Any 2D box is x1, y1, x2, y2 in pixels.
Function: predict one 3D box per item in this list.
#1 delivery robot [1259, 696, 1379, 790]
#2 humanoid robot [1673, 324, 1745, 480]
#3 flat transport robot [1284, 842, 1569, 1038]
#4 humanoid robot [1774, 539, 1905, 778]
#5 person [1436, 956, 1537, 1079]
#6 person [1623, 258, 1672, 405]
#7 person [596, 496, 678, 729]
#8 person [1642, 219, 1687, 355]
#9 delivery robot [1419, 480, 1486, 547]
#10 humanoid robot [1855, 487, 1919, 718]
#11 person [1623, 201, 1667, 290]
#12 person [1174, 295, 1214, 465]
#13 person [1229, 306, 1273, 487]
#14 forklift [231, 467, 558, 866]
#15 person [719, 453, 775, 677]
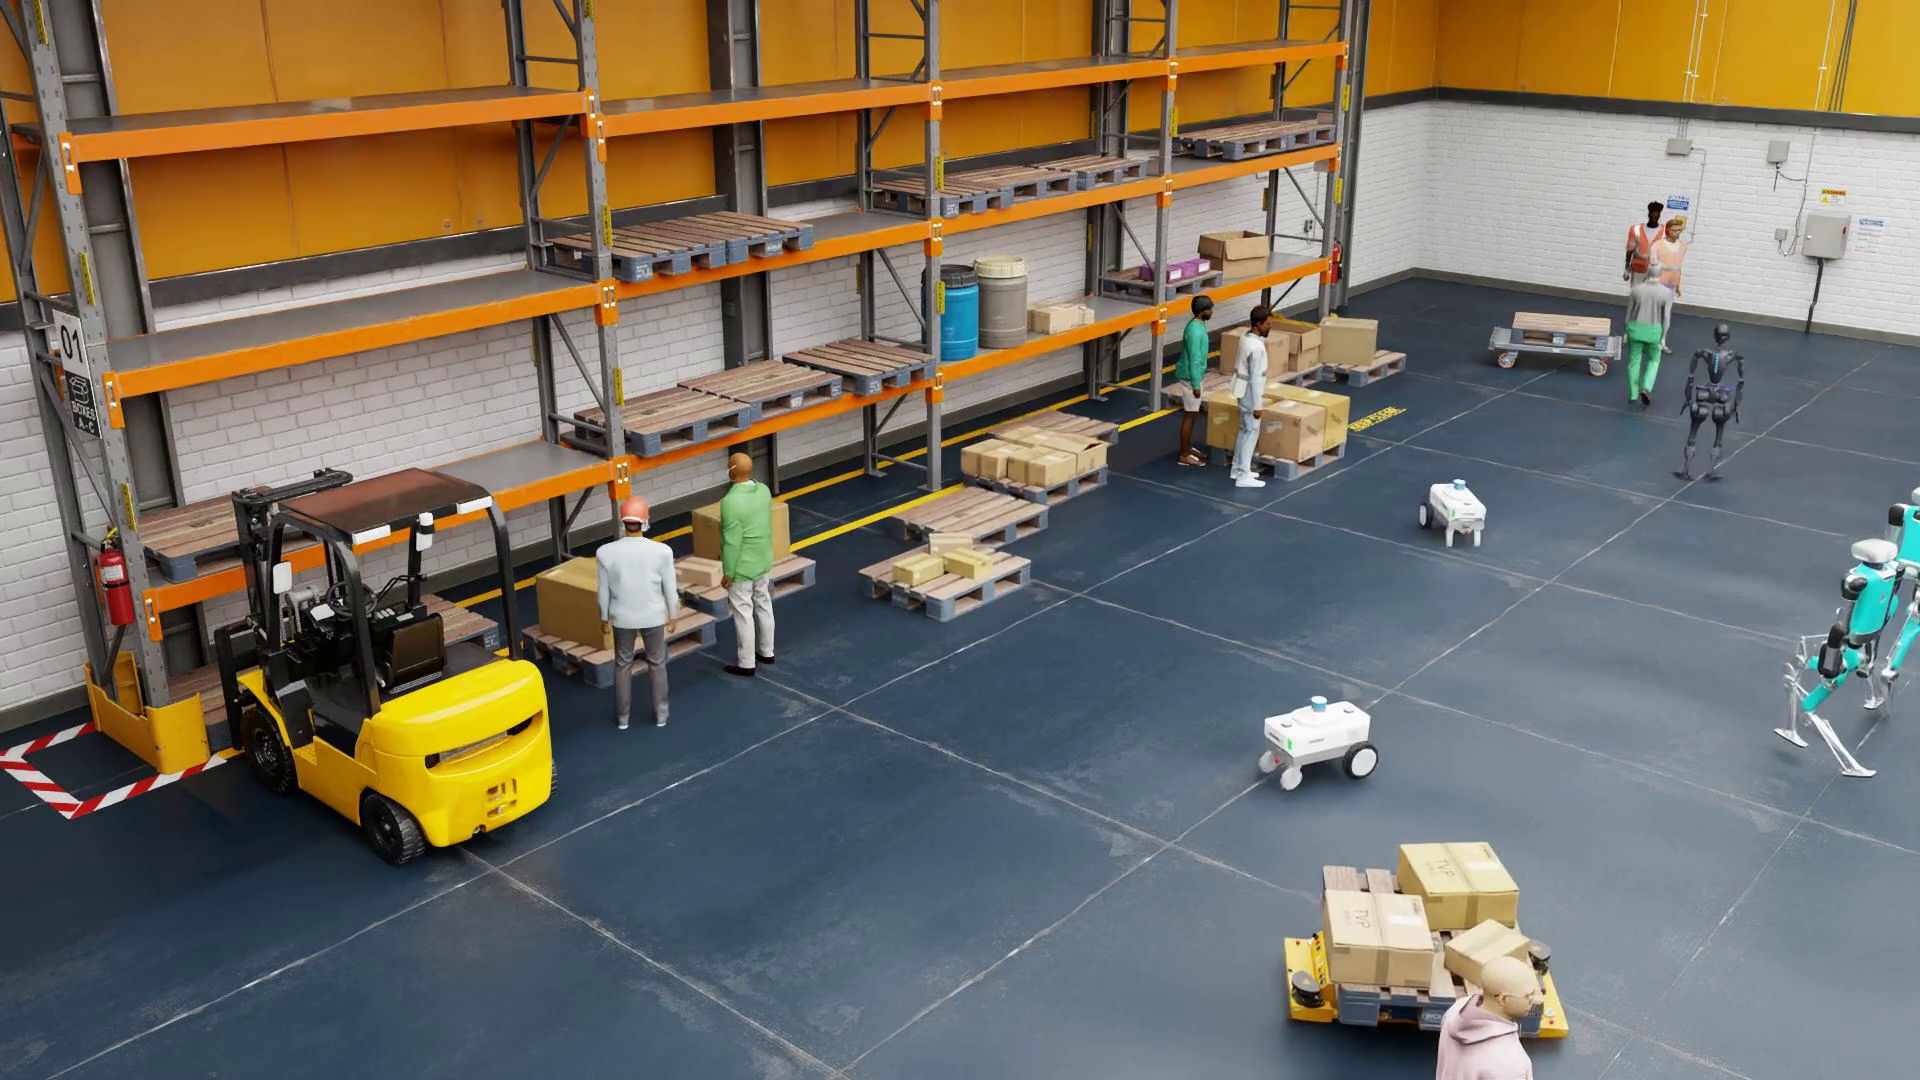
[{"bbox_3d":[2.479,1.369,11.453,0.789,0.612,0.499,-9,22,-23],"label":"delivery robot"},{"bbox_3d":[7.876,-1.442,17.430,0.594,1.633,0.386,11,23,27],"label":"humanoid robot"},{"bbox_3d":[2.513,2.395,9.062,1.431,0.231,0.659,2,20,7],"label":"flat transport robot"},{"bbox_3d":[5.939,0.764,11.383,0.550,1.743,1.017,-11,23,-28],"label":"humanoid robot"},{"bbox_3d":[2.063,2.459,6.704,0.407,1.782,0.525,-3,21,-9],"label":"person"},{"bbox_3d":[8.298,-2.517,20.121,0.521,1.824,0.439,10,23,26],"label":"person"},{"bbox_3d":[-2.318,0.523,12.009,0.574,1.737,0.351,-3,20,-7],"label":"person"},{"bbox_3d":[9.558,-3.441,22.598,0.565,1.846,0.390,-8,22,-21],"label":"person"},{"bbox_3d":[4.744,-0.295,15.894,0.499,0.565,0.746,-1,20,-3],"label":"delivery robot"},{"bbox_3d":[6.771,0.555,12.050,0.746,1.874,0.551,-16,26,-38],"label":"humanoid robot"},{"bbox_3d":[9.740,-3.854,23.624,0.606,1.911,0.901,9,22,23],"label":"person"},{"bbox_3d":[2.515,-1.735,17.987,0.393,1.843,0.502,4,21,10],"label":"person"},{"bbox_3d":[3.001,-1.485,17.219,0.402,1.906,0.596,-1,20,-2],"label":"person"},{"bbox_3d":[-3.730,0.710,10.856,2.313,2.155,1.214,17,26,38],"label":"forklift"},{"bbox_3d":[-1.653,0.185,12.864,0.384,1.782,0.553,12,23,30],"label":"person"}]
